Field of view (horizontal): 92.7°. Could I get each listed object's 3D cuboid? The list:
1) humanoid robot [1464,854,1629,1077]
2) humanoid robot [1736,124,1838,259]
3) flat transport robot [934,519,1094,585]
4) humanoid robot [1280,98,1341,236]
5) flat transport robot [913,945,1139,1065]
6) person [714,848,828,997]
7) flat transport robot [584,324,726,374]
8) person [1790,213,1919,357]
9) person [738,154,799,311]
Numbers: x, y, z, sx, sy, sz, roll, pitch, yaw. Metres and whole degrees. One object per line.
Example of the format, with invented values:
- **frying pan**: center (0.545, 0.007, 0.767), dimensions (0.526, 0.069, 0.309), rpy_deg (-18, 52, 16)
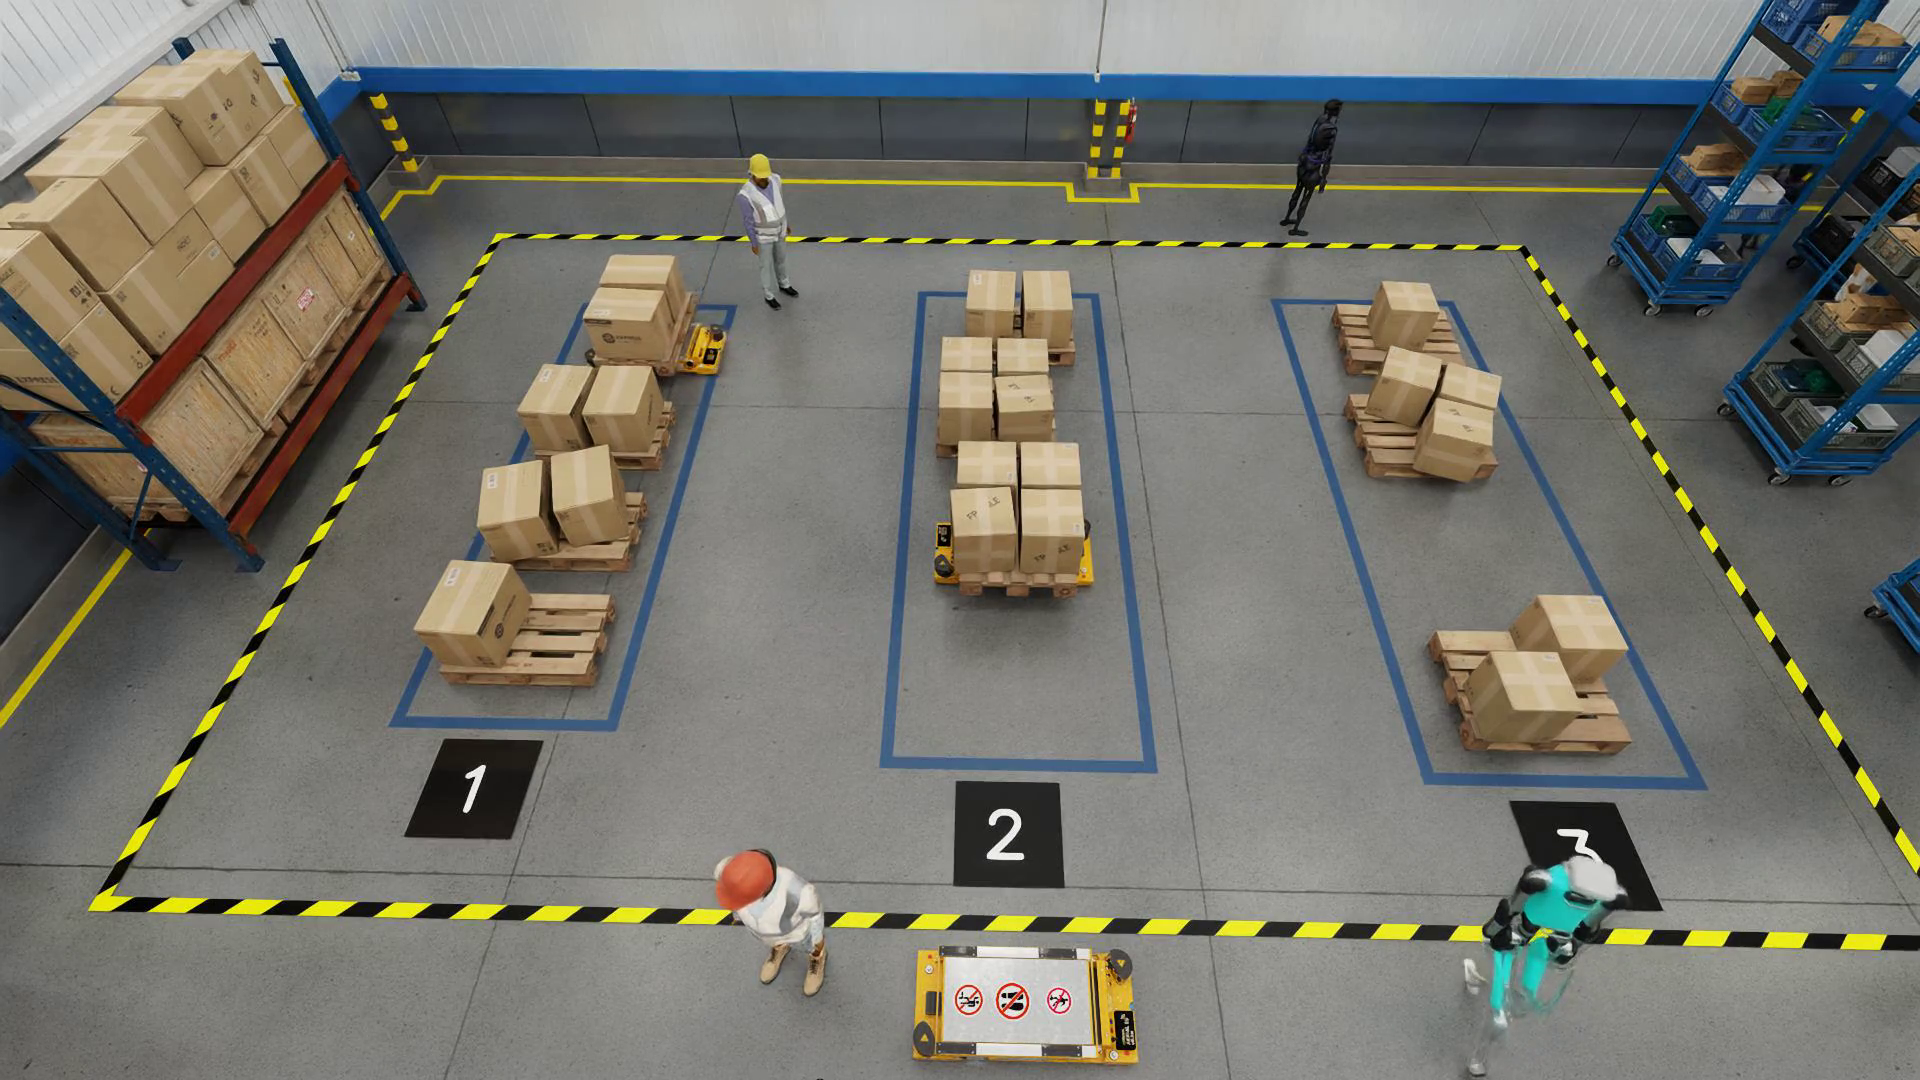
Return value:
- **humanoid robot**: center (3.391, 2.628, 5.420), dimensions (0.560, 1.774, 0.978), rpy_deg (10, 51, 8)
- **humanoid robot**: center (9.820, -4.150, 10.963), dimensions (0.584, 1.649, 0.351), rpy_deg (1, 51, 0)
- **flat transport robot**: center (0.490, 0.087, 8.397), dimensions (1.431, 0.197, 0.652), rpy_deg (1, 51, 1)
- **humanoid robot**: center (4.359, -4.611, 11.325), dimensions (0.315, 1.659, 0.599), rpy_deg (-7, 51, -6)
- **flat transport robot**: center (0.422, 3.041, 6.007), dimensions (1.431, 0.231, 0.659), rpy_deg (1, 51, 1)
- **person**: center (-1.102, 2.297, 5.472), dimensions (0.613, 2.038, 0.384), rpy_deg (13, 52, 10)
- **flat transport robot**: center (-3.391, -2.146, 10.217), dimensions (1.431, 0.197, 0.652), rpy_deg (1, 51, 1)
- **person**: center (9.701, -2.827, 9.716), dimensions (0.546, 1.934, 0.372), rpy_deg (-24, 55, -18)
- **person**: center (-2.131, -3.470, 10.307), dimensions (0.403, 1.827, 0.594), rpy_deg (31, 57, 23)
